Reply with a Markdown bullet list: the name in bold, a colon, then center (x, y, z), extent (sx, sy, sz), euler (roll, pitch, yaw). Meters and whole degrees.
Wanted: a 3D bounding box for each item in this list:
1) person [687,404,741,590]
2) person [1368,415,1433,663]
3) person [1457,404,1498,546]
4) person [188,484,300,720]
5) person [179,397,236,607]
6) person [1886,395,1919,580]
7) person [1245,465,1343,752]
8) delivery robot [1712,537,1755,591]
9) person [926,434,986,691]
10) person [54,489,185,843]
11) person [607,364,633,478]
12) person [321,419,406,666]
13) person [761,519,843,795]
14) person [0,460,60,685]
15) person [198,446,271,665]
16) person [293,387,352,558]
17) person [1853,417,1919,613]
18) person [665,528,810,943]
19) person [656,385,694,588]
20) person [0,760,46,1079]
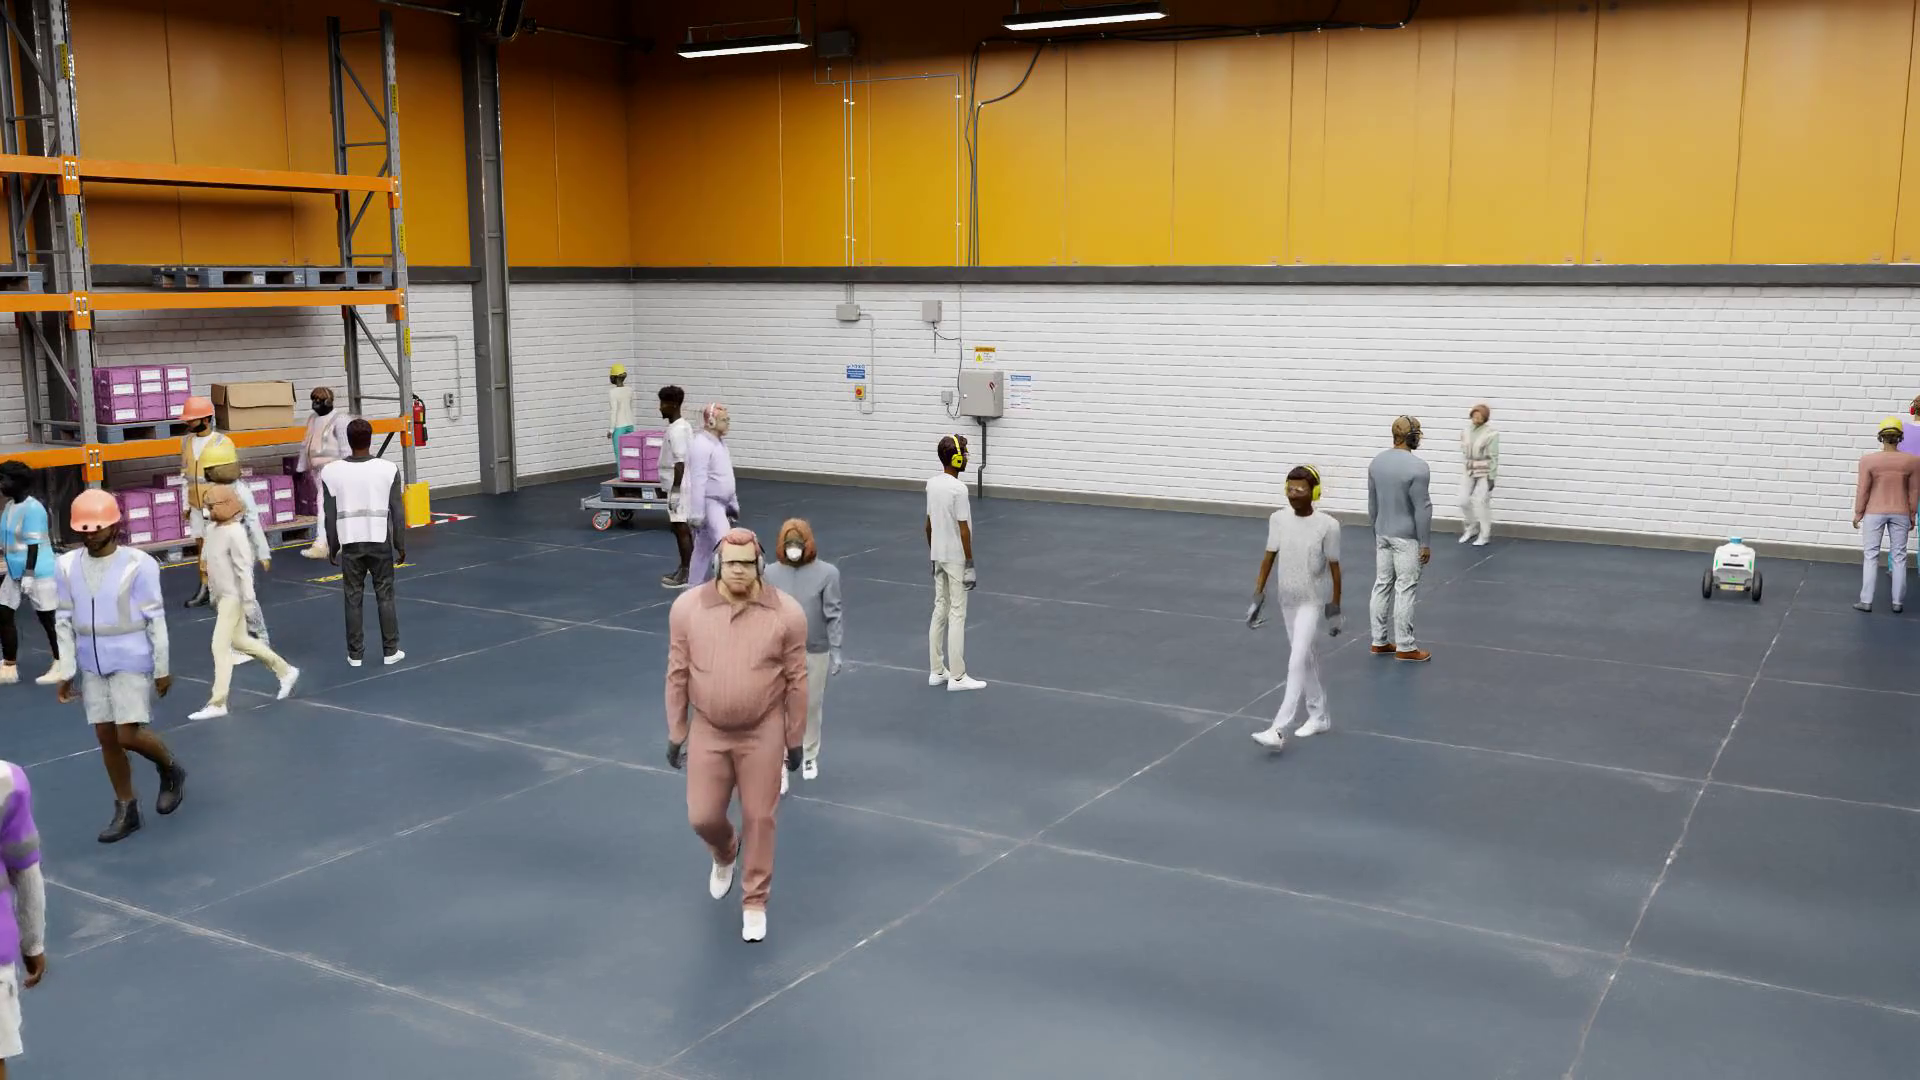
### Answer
- **person**: center (-2.073, -0.277, 14.858), extent (0.905, 1.868, 0.679), euler (1, 9, 4)
- **person**: center (3.446, -0.011, 13.009), extent (0.372, 1.940, 0.630), euler (-5, 10, -28)
- **person**: center (5.742, -0.713, 18.420), extent (0.496, 1.597, 0.544), euler (-7, 11, -36)
- **person**: center (-4.973, 0.396, 11.489), extent (0.749, 1.610, 0.513), euler (-8, 12, -43)
- **person**: center (-6.803, -0.332, 15.040), extent (0.547, 1.930, 0.384), euler (2, 9, 15)
- **person**: center (9.456, -0.517, 16.456), extent (0.575, 1.843, 0.375), euler (5, 10, 29)
- **person**: center (2.117, 0.432, 10.634), extent (0.981, 1.816, 0.518), euler (-8, 12, -42)
- **delivery robot**: center (7.281, 0.211, 15.635), extent (0.477, 0.478, 0.707), euler (4, 10, 26)
- **person**: center (-0.046, 0.163, 12.135), extent (0.328, 1.872, 0.509), euler (-7, 11, -35)
- **person**: center (-4.528, 0.656, 8.943), extent (0.540, 1.914, 0.549), euler (1, 9, 5)
- **person**: center (-4.764, -1.577, 23.348), extent (0.369, 1.774, 0.551), euler (4, 10, 22)
- **person**: center (-4.590, 0.023, 12.851), extent (0.591, 1.922, 0.390), euler (-2, 9, -13)
- **person**: center (-0.937, 0.685, 9.732), extent (0.505, 1.597, 0.789), euler (0, 9, -2)
- **person**: center (-6.882, 0.261, 12.123), extent (0.545, 1.673, 0.674), euler (6, 11, 35)
- **person**: center (-5.632, 0.125, 12.844), extent (0.548, 1.711, 0.683), euler (6, 11, 34)
- **person**: center (-6.890, -0.714, 17.794), extent (0.633, 1.817, 0.764), euler (7, 12, 38)
- **person**: center (8.278, -0.220, 14.880), extent (0.523, 1.760, 0.328), euler (2, 9, 14)
- **person**: center (-1.017, 0.867, 7.663), extent (0.667, 1.891, 0.531), euler (0, 9, -1)
- **person**: center (-2.741, -0.520, 16.101), extent (0.363, 1.962, 0.612), euler (-1, 9, -4)
- **person**: center (-3.155, 1.270, 5.169), extent (0.565, 1.883, 1.018), euler (-7, 12, -38)
